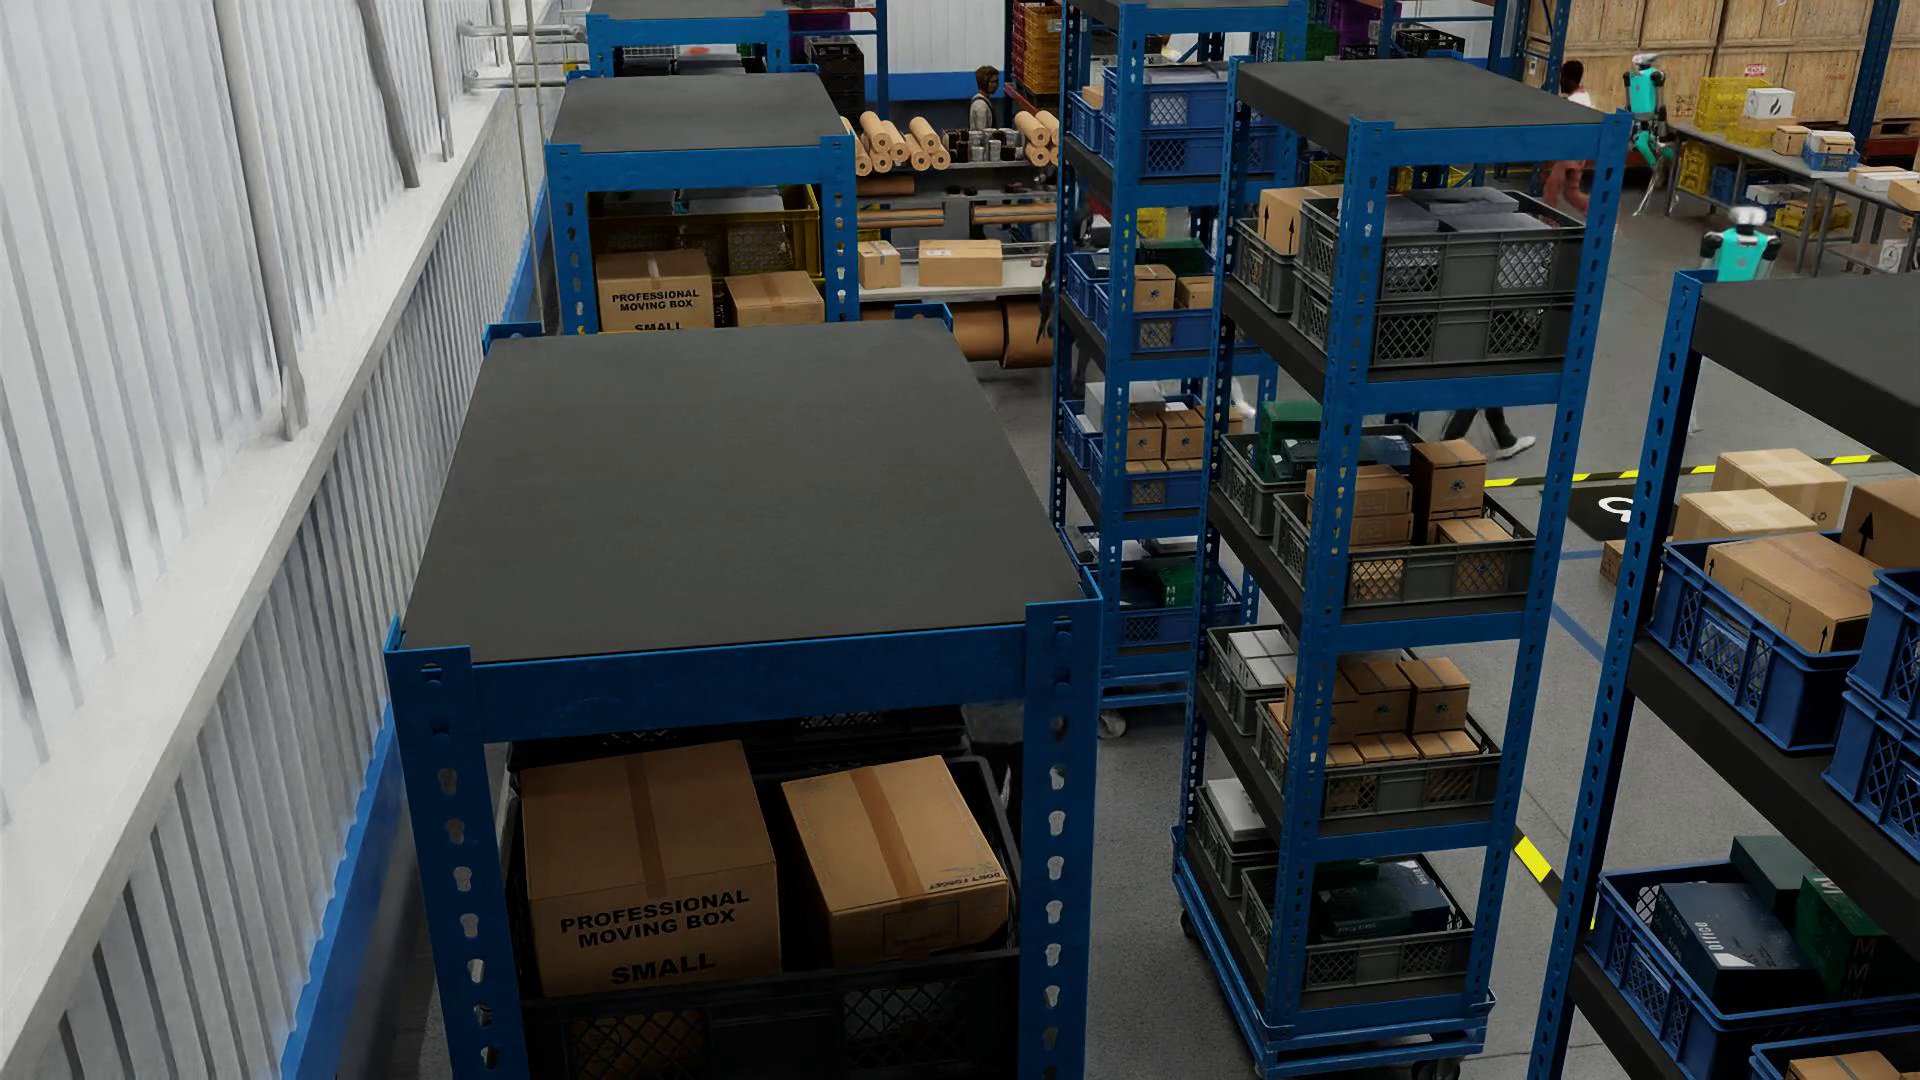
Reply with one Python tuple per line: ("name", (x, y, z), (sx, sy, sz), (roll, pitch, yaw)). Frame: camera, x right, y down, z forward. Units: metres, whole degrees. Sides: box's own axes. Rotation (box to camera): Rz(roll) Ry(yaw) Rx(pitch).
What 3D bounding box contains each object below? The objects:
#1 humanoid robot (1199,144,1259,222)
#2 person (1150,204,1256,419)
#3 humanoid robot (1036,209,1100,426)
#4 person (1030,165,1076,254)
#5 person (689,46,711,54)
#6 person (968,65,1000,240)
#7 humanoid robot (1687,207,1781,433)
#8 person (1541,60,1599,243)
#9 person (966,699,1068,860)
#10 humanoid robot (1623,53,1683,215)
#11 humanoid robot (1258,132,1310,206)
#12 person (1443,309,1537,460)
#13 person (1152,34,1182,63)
("humanoid robot", (2.505, -3.100, 15.389), (0.597, 1.638, 0.718), (1, 25, 2))
("person", (1.827, -1.845, 12.444), (0.965, 1.824, 0.543), (17, 30, 33))
("humanoid robot", (0.806, -1.561, 12.007), (0.584, 1.645, 0.533), (13, 28, 27))
("person", (0.812, -2.443, 13.884), (0.481, 1.711, 0.799), (-19, 31, -36))
("person", (-2.664, -4.007, 16.947), (0.636, 1.986, 0.908), (-1, 25, -1))
("person", (0.232, -3.832, 16.743), (0.325, 1.842, 0.514), (-2, 25, -3))
("humanoid robot", (5.411, -1.605, 11.996), (0.546, 1.717, 0.963), (2, 25, 4))
("person", (6.258, -3.881, 16.820), (0.816, 1.877, 0.641), (14, 28, 28))
("person", (0.219, 0.813, 6.640), (0.521, 1.857, 0.477), (-5, 25, -11))
("humanoid robot", (7.725, -4.450, 18.248), (0.977, 1.758, 0.602), (-8, 26, -17))
("humanoid robot", (3.611, -4.425, 18.282), (0.745, 1.638, 0.608), (-6, 25, -13))
("person", (3.689, -1.311, 11.313), (0.950, 1.800, 0.611), (-7, 26, -15))
("person", (2.325, -5.038, 19.357), (0.564, 1.849, 0.389), (-18, 30, -33))
